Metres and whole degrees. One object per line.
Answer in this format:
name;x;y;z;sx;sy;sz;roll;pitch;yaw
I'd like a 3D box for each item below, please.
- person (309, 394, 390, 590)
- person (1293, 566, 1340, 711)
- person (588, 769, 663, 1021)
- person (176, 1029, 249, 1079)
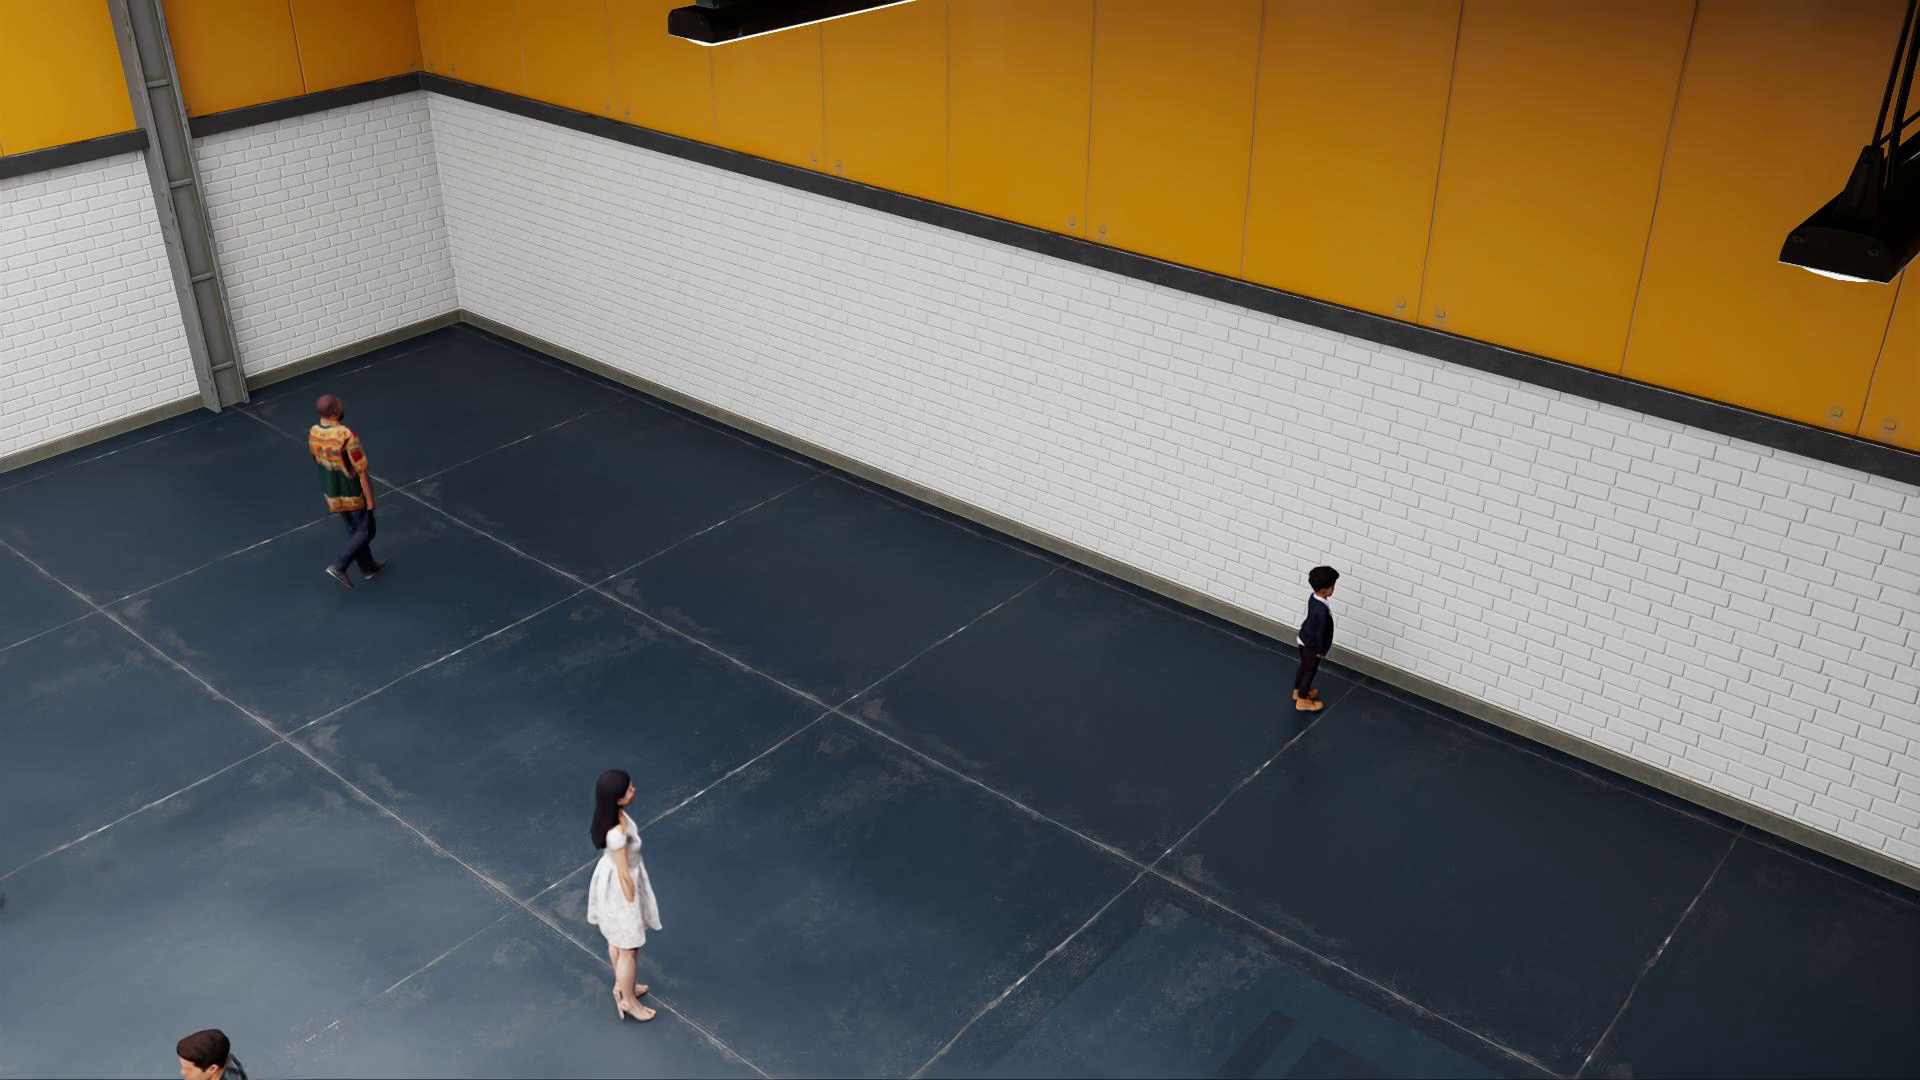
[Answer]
person;-5.368;-0.390;14.443;0.802;1.795;0.995;14;32;24
person;2.746;0.756;12.943;0.640;1.220;0.572;-1;29;-1
person;-1.998;2.112;9.881;0.795;1.772;0.768;-10;30;-17
person;-3.497;3.001;8.217;0.885;1.705;0.814;-17;33;-29
